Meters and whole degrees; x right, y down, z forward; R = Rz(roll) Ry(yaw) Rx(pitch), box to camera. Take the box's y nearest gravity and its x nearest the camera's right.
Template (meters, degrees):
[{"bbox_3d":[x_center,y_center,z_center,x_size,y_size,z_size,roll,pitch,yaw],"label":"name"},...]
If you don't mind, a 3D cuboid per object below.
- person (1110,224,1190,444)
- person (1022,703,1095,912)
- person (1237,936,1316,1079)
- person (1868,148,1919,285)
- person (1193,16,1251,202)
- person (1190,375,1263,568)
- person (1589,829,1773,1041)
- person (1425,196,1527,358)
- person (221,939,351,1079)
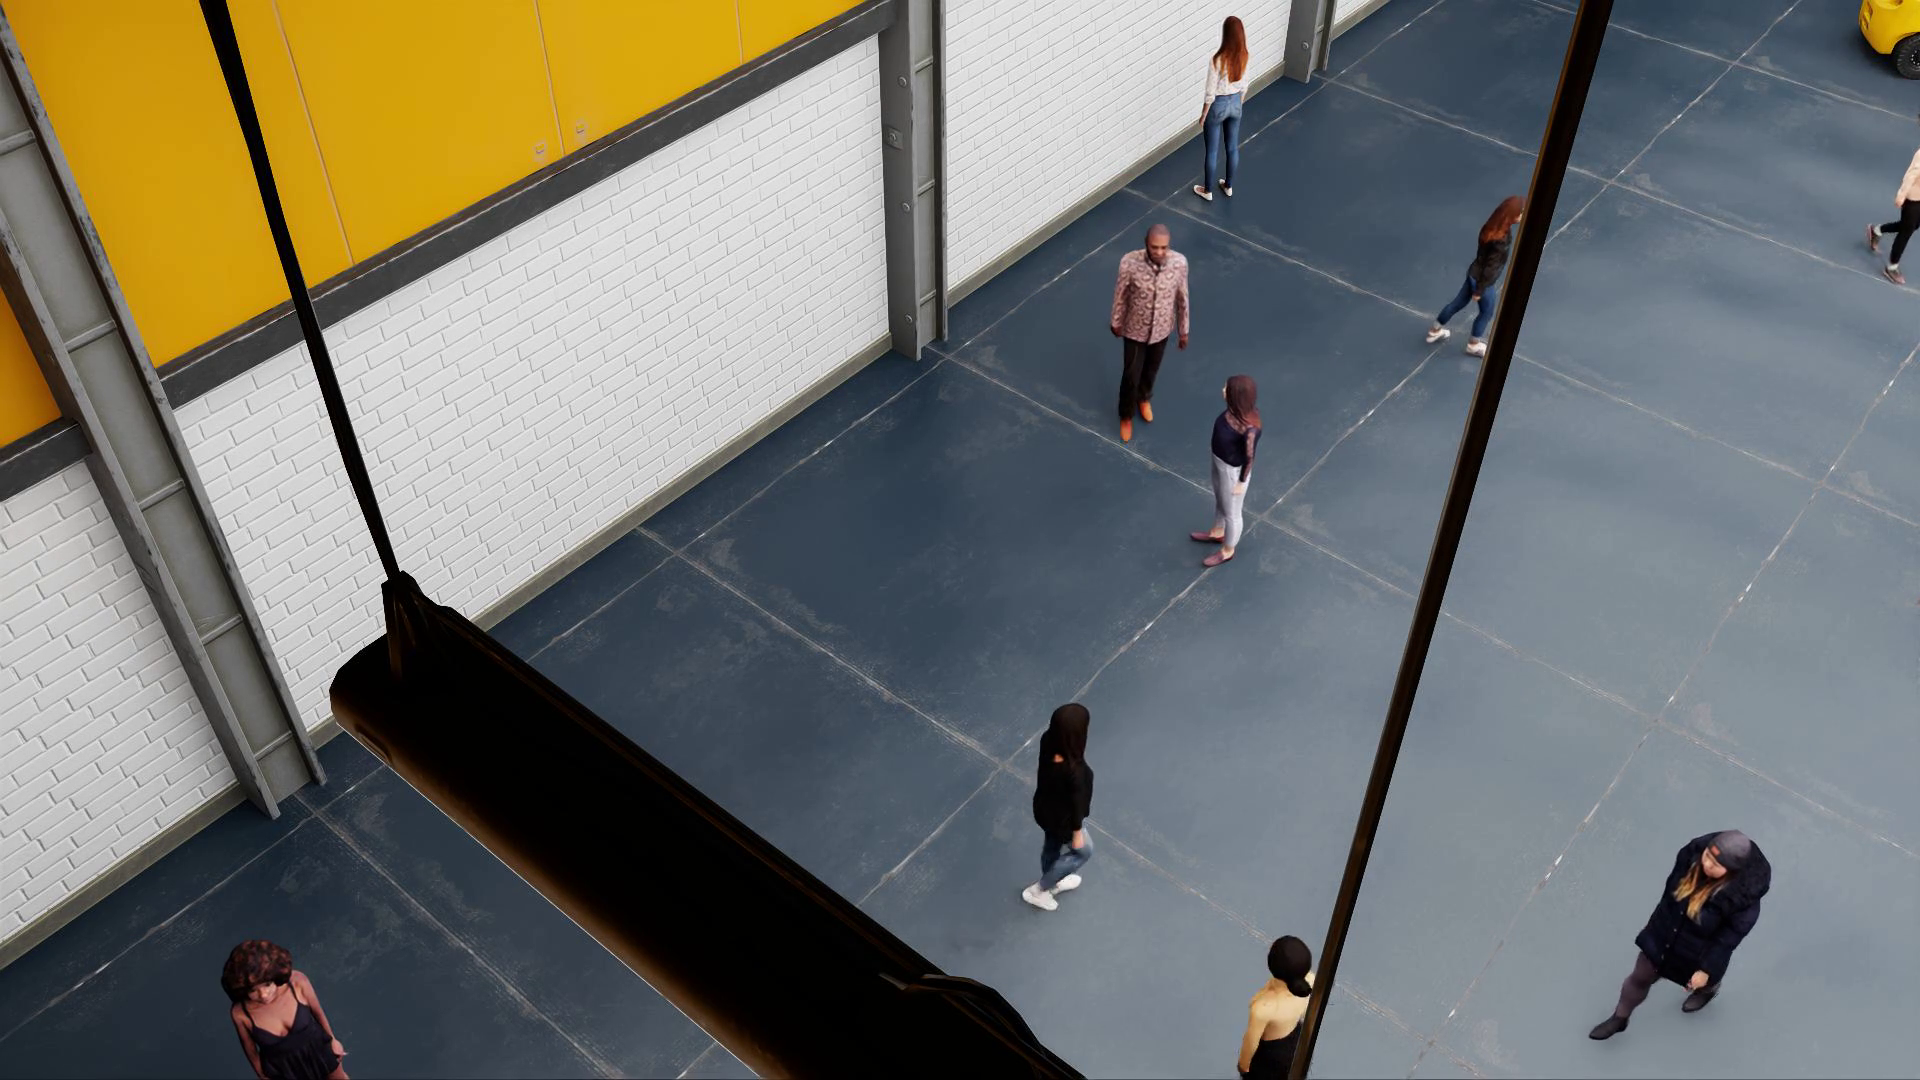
[{"bbox_3d":[1.391,-1.664,12.427,0.925,1.787,0.985,-6,44,-7],"label":"person"},{"bbox_3d":[0.498,1.517,9.194,0.765,1.640,0.711,-18,46,-18],"label":"person"},{"bbox_3d":[1.570,2.541,8.128,0.680,1.628,0.623,29,51,27],"label":"person"},{"bbox_3d":[8.039,-2.925,13.983,0.908,1.466,0.903,-11,45,-12],"label":"person"},{"bbox_3d":[2.342,-3.817,14.731,0.598,1.726,0.712,-15,46,-15],"label":"person"},{"bbox_3d":[1.828,-0.489,11.324,0.722,1.607,0.677,-7,44,-7],"label":"person"},{"bbox_3d":[3.853,2.052,8.625,1.144,1.650,0.905,-20,47,-20],"label":"person"},{"bbox_3d":[4.064,-2.081,13.114,0.868,1.443,0.830,3,44,3],"label":"person"},{"bbox_3d":[-3.207,2.500,8.054,0.525,1.790,0.650,-30,51,-27],"label":"person"}]
